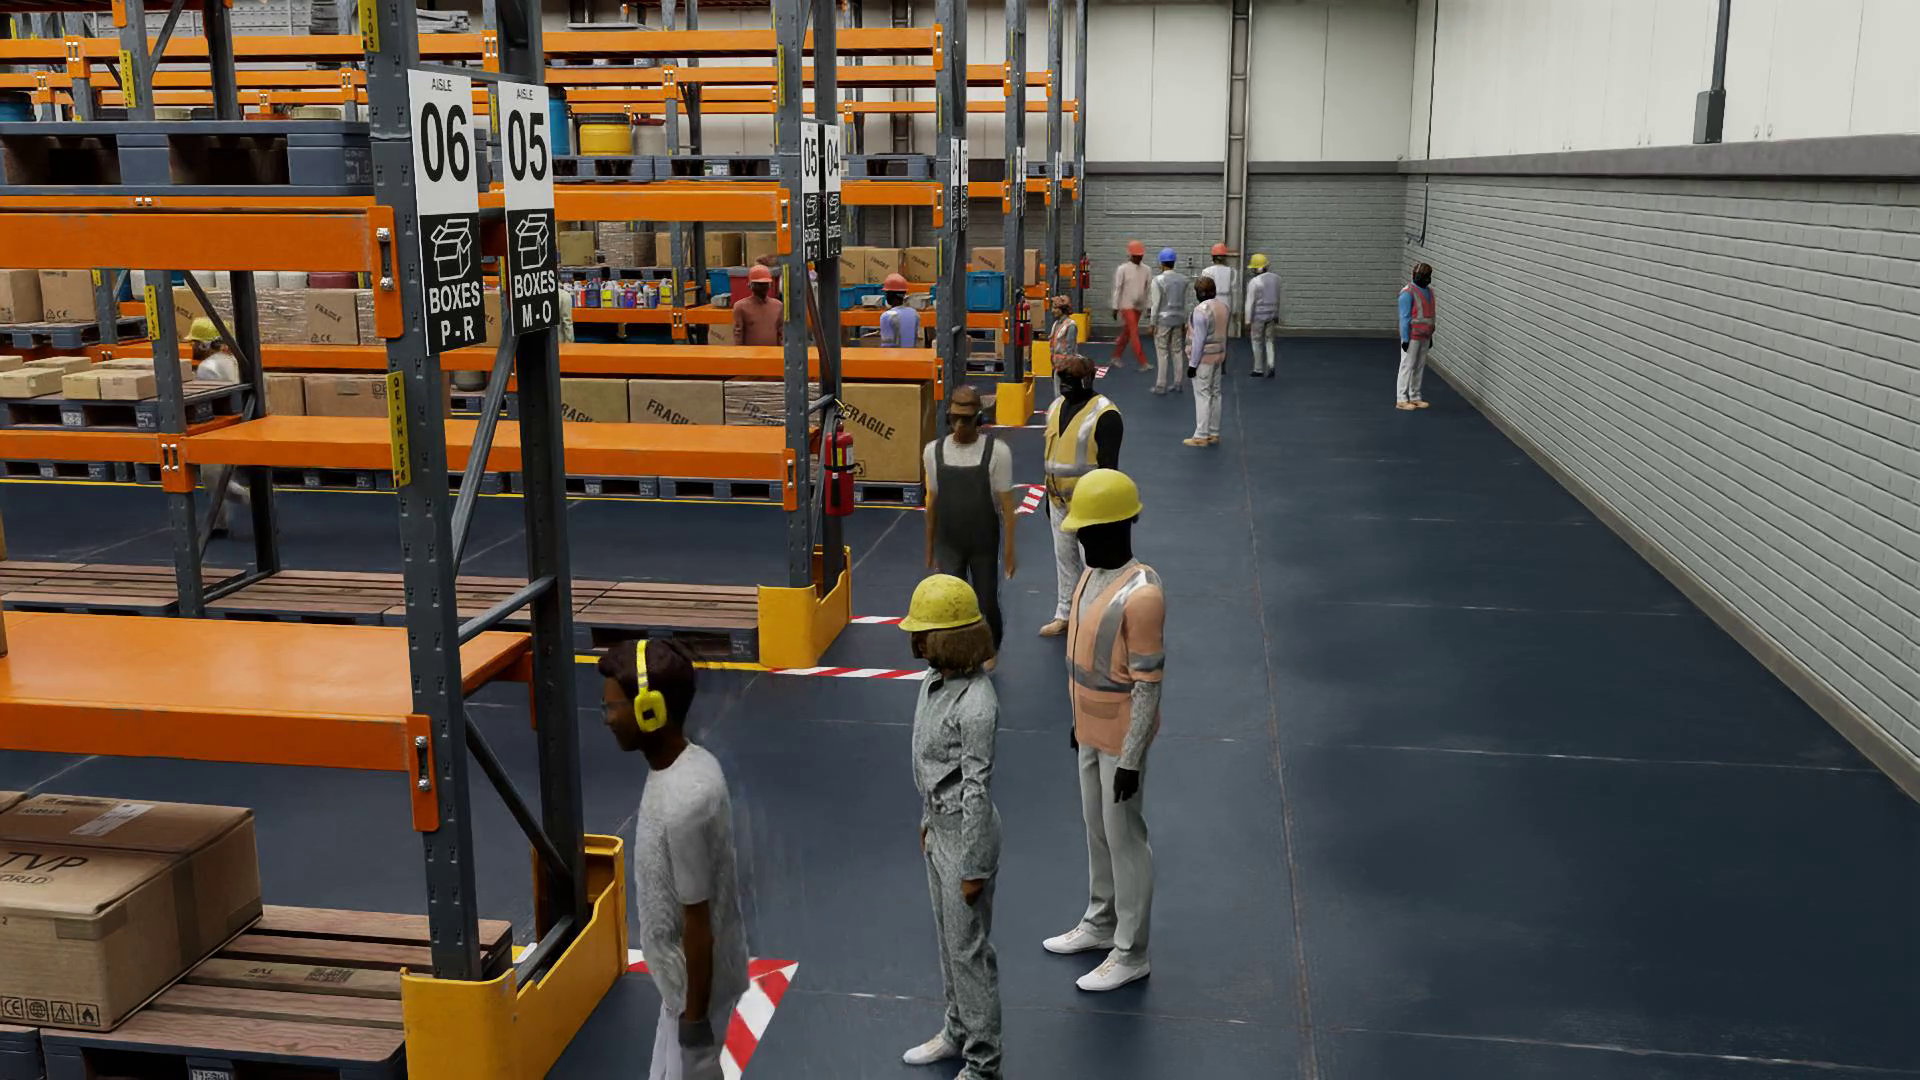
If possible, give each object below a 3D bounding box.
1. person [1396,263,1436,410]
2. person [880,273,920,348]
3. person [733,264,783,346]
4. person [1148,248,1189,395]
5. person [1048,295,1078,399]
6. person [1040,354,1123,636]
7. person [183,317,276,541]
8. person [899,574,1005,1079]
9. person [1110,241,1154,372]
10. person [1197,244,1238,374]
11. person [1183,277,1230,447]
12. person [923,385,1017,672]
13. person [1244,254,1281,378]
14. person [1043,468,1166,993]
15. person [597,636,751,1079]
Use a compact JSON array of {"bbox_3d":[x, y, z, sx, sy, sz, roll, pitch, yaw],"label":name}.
[{"bbox_3d":[5.731,-2.547,20.858,0.618,1.836,0.432,-12,17,-42],"label":"person"},{"bbox_3d":[-0.649,-1.735,16.938,0.362,1.938,0.545,9,15,34],"label":"person"},{"bbox_3d":[-2.099,-1.900,17.553,0.612,1.996,0.389,-9,15,-35],"label":"person"},{"bbox_3d":[2.780,-2.919,22.262,0.615,1.945,0.404,-8,15,-31],"label":"person"},{"bbox_3d":[1.131,-1.852,18.170,0.317,1.632,0.524,-4,13,-18],"label":"person"},{"bbox_3d":[0.744,-0.254,10.497,0.429,1.836,0.630,-9,15,-36],"label":"person"},{"bbox_3d":[-5.899,-0.876,13.333,0.611,1.818,0.607,-2,13,-8],"label":"person"},{"bbox_3d":[-0.035,0.951,5.285,0.320,1.737,0.487,-3,13,-15],"label":"person"},{"bbox_3d":[2.598,-3.522,25.039,0.640,1.936,1.021,-8,15,-31],"label":"person"},{"bbox_3d":[3.822,-3.455,24.807,0.556,1.886,0.969,-3,13,-14],"label":"person"},{"bbox_3d":[2.657,-1.935,18.076,0.429,1.837,0.621,9,16,36],"label":"person"},{"bbox_3d":[0.072,0.013,9.340,0.546,1.818,0.746,3,13,13],"label":"person"},{"bbox_3d":[4.352,-3.195,23.854,0.658,1.798,0.527,-8,15,-31],"label":"person"},{"bbox_3d":[0.536,0.684,6.052,0.370,1.924,0.586,-4,13,-17],"label":"person"},{"bbox_3d":[-0.590,1.139,4.203,0.648,1.836,0.537,-2,13,-9],"label":"person"}]
